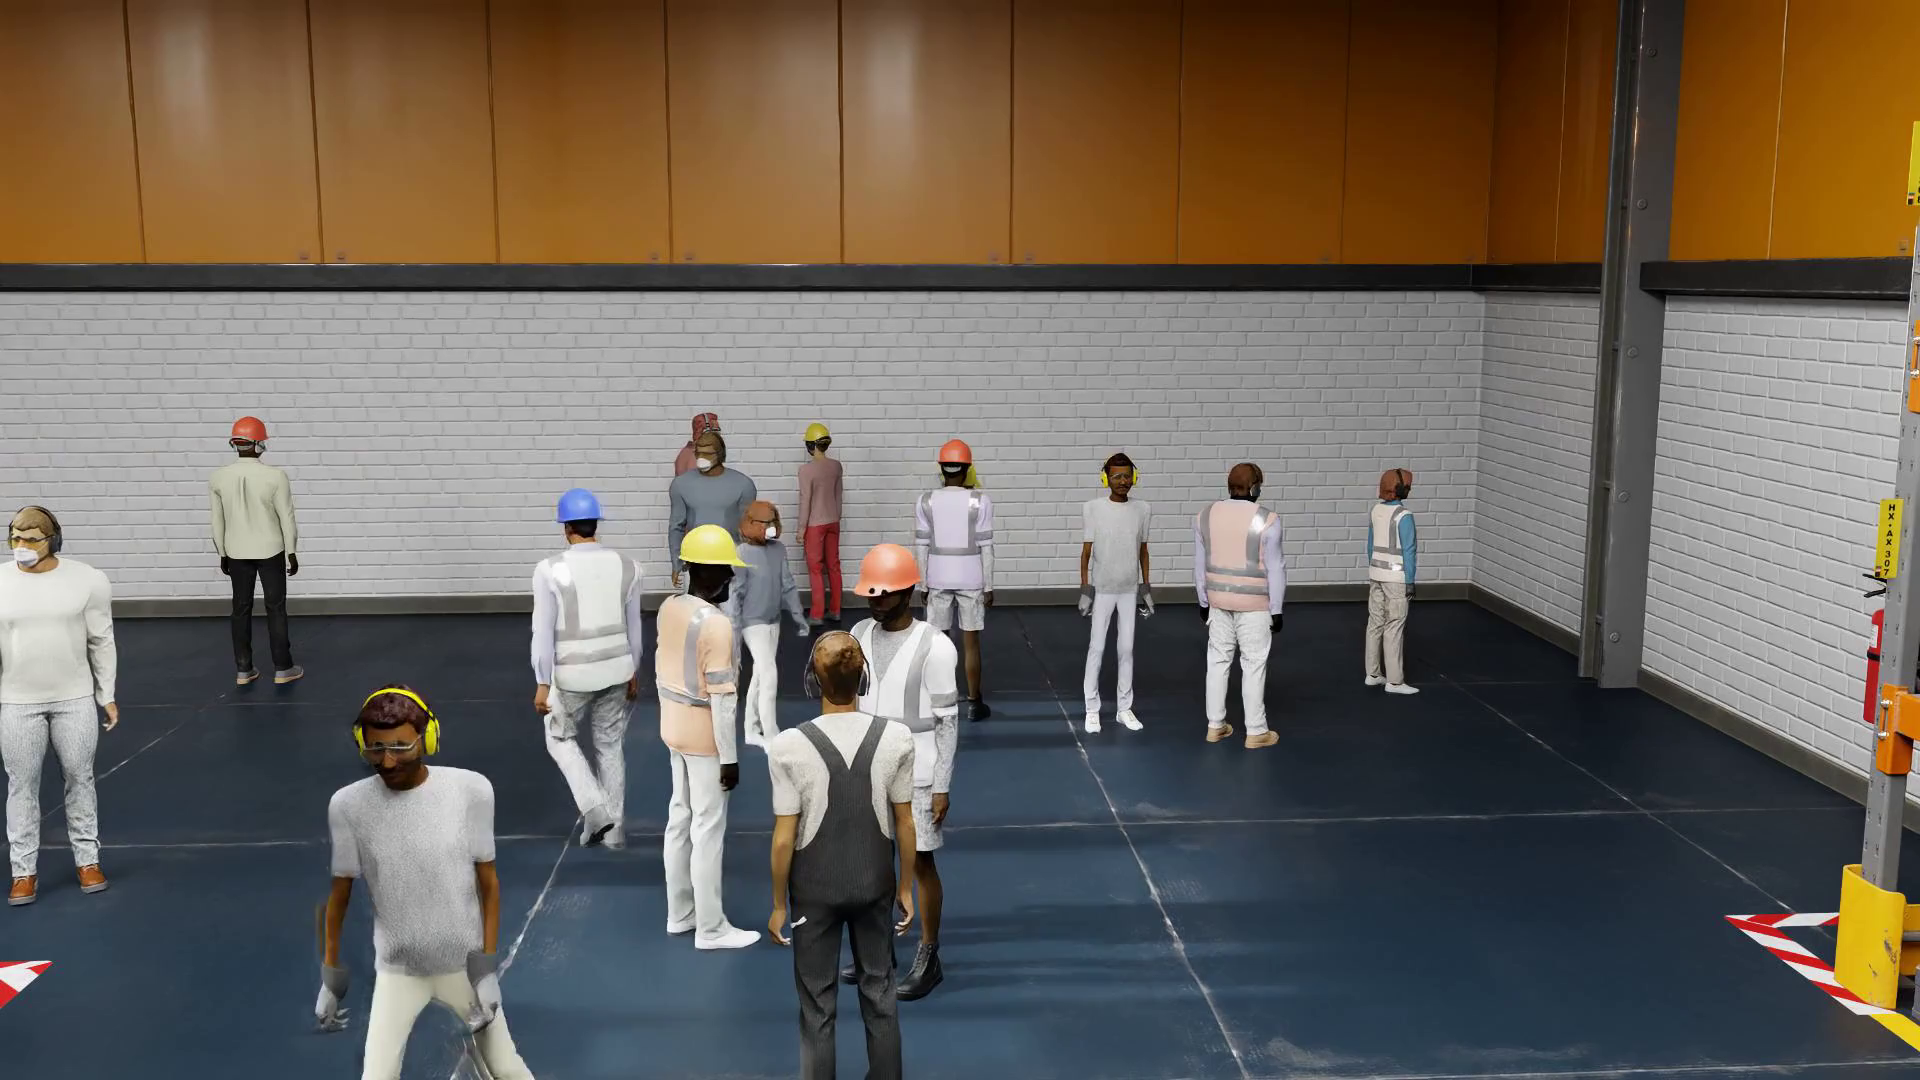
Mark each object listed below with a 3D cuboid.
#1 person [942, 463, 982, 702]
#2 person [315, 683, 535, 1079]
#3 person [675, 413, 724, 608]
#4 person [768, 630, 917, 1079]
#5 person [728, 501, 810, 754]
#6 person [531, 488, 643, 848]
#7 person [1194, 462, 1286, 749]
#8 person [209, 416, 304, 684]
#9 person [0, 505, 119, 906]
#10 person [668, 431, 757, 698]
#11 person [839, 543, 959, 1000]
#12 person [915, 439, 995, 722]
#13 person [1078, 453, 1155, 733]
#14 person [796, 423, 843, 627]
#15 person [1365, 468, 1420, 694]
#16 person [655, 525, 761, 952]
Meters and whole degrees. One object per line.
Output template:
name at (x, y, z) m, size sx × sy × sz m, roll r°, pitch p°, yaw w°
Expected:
person at (-0.119, 0.299, 11.779) m, size 0.544 × 1.741 × 0.546 m, roll -1°, pitch 9°, yaw -6°
person at (-1.625, 1.319, 5.154) m, size 0.744 × 1.825 × 0.529 m, roll -2°, pitch 9°, yaw -10°
person at (-2.093, -0.104, 13.788) m, size 0.404 × 1.906 × 0.652 m, roll -6°, pitch 11°, yaw -34°
person at (-0.403, 1.216, 5.692) m, size 0.517 × 1.843 × 0.332 m, roll -3°, pitch 10°, yaw -18°
person at (-1.162, 0.568, 10.534) m, size 0.612 × 1.600 × 0.510 m, roll 5°, pitch 10°, yaw 29°
person at (-1.957, 0.693, 8.744) m, size 0.661 × 1.920 × 0.518 m, roll -8°, pitch 12°, yaw -41°
person at (1.818, 0.414, 10.739) m, size 0.629 × 1.842 × 0.429 m, roll 7°, pitch 12°, yaw 38°
person at (-5.219, 0.082, 12.345) m, size 0.612 × 1.995 × 0.376 m, roll 0°, pitch 9°, yaw -2°
person at (-4.437, 0.788, 8.101) m, size 0.629 × 1.937 × 0.379 m, roll -5°, pitch 10°, yaw -29°
person at (-1.767, 0.178, 11.924) m, size 0.635 × 1.936 × 0.350 m, roll 0°, pitch 9°, yaw -2°
person at (-0.280, 0.966, 6.982) m, size 0.551 × 1.932 × 0.378 m, roll 6°, pitch 11°, yaw 35°
person at (-0.027, 0.279, 11.304) m, size 0.543 × 1.933 × 0.364 m, roll 2°, pitch 9°, yaw 11°
person at (1.042, 0.348, 11.064) m, size 0.519 × 1.874 × 0.326 m, roll -2°, pitch 9°, yaw -12°
person at (-1.222, -0.131, 14.399) m, size 0.311 × 1.768 × 0.532 m, roll 7°, pitch 11°, yaw 37°
person at (3.140, 0.298, 12.106) m, size 0.310 × 1.639 × 0.514 m, roll -3°, pitch 10°, yaw -20°
person at (-1.155, 0.886, 7.521) m, size 0.383 × 1.923 × 0.583 m, roll -6°, pitch 11°, yaw -35°
